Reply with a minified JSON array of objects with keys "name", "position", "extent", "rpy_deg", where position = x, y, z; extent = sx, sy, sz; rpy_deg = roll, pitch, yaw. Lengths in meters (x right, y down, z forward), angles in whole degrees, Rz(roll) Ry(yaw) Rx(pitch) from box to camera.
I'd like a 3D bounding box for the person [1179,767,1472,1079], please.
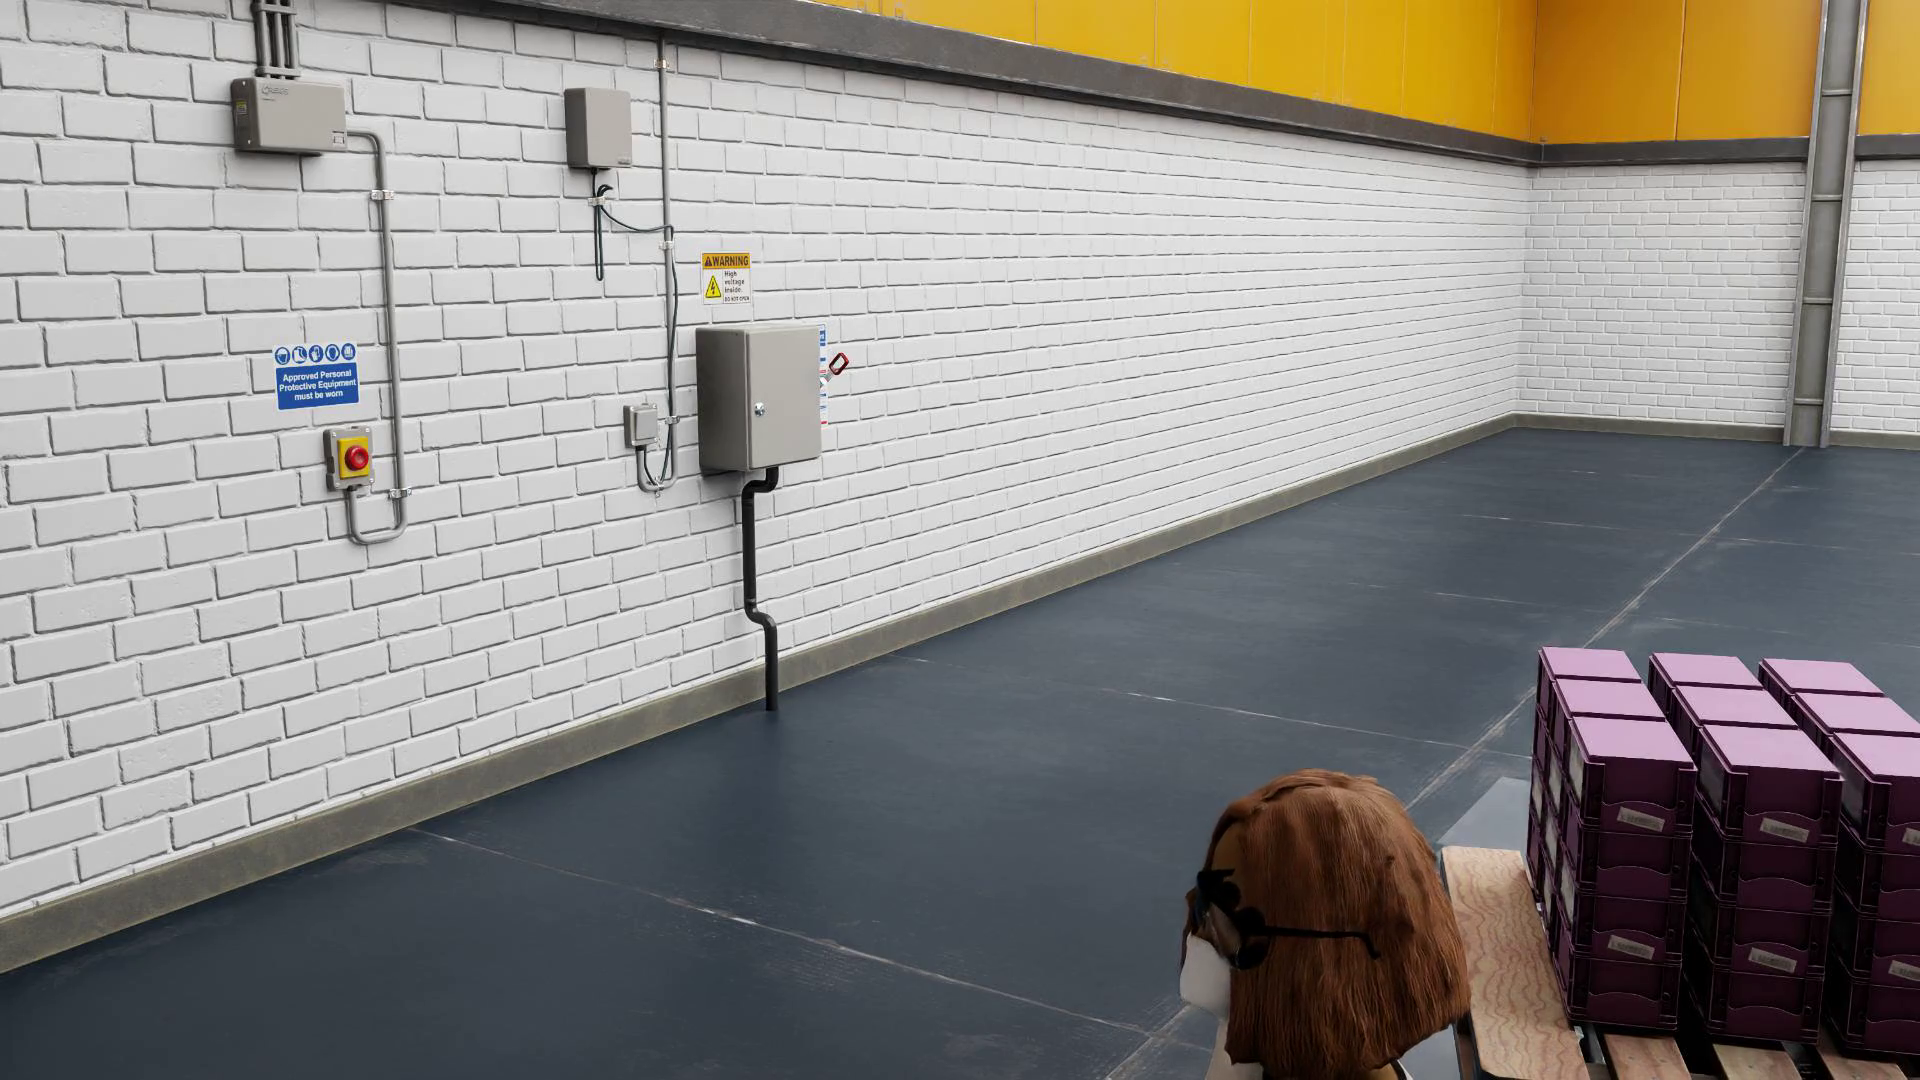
[{"name":"person","position":[0.312,1.006,1.612],"extent":[0.286,1.636,0.498],"rpy_deg":[-2,10,-10]}]
